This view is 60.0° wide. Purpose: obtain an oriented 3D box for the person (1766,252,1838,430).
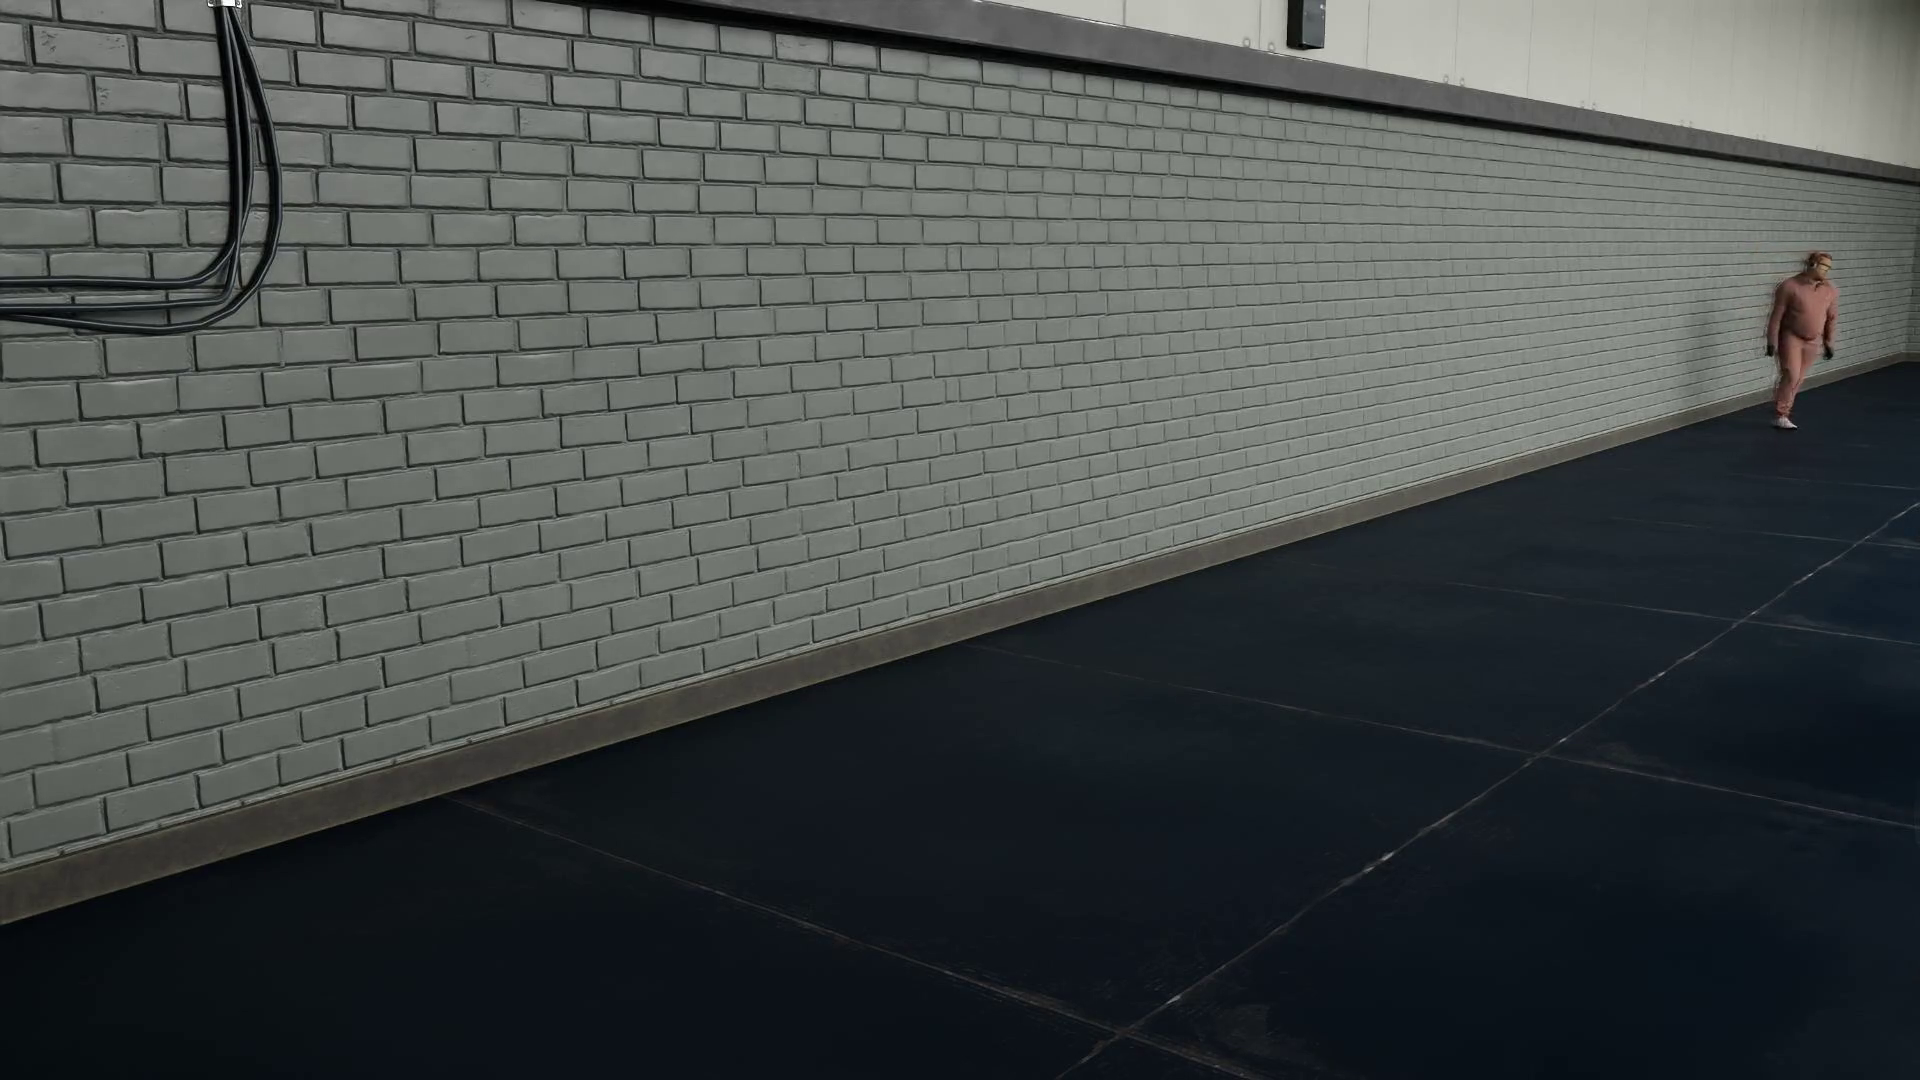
[{"bbox_3d":[8.908,-2.091,17.579,0.682,1.872,0.614,-2,10,-10],"label":"person"}]
